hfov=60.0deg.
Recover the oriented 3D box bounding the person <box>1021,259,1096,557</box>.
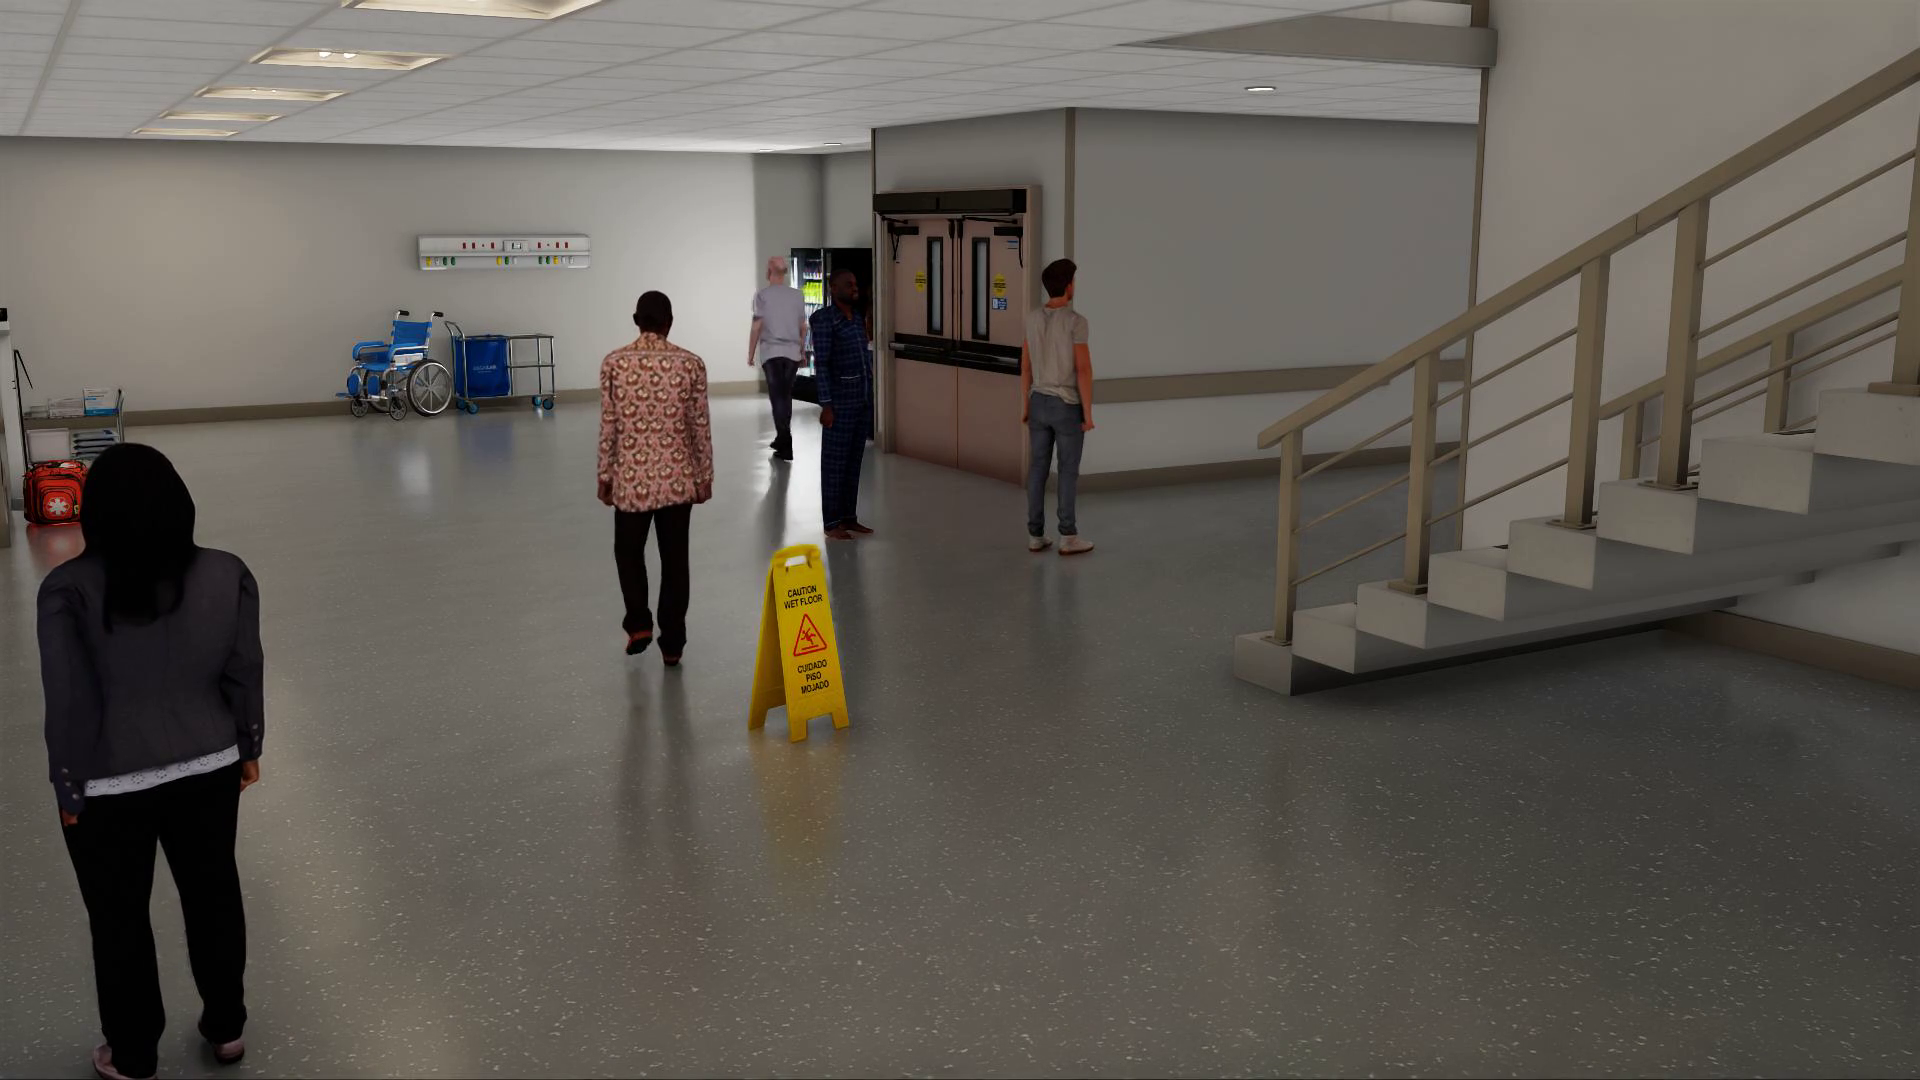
[{"bbox_3d":[0.618,-0.817,10.779,0.648,1.799,0.803,7,13,33],"label":"person"}]

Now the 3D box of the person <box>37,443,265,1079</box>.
[{"bbox_3d":[-1.987,0.555,4.093,0.748,1.597,0.746,10,15,43],"label":"person"}]

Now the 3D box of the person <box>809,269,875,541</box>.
[{"bbox_3d":[-0.792,-0.941,11.363,0.785,1.824,0.771,6,12,30],"label":"person"}]

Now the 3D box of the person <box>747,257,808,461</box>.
[{"bbox_3d":[-1.581,-1.624,14.989,0.710,1.815,0.885,-8,13,-35],"label":"person"}]

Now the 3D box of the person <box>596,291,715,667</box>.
[{"bbox_3d":[-1.446,-0.259,7.877,0.792,1.786,0.756,-2,11,-12],"label":"person"}]
